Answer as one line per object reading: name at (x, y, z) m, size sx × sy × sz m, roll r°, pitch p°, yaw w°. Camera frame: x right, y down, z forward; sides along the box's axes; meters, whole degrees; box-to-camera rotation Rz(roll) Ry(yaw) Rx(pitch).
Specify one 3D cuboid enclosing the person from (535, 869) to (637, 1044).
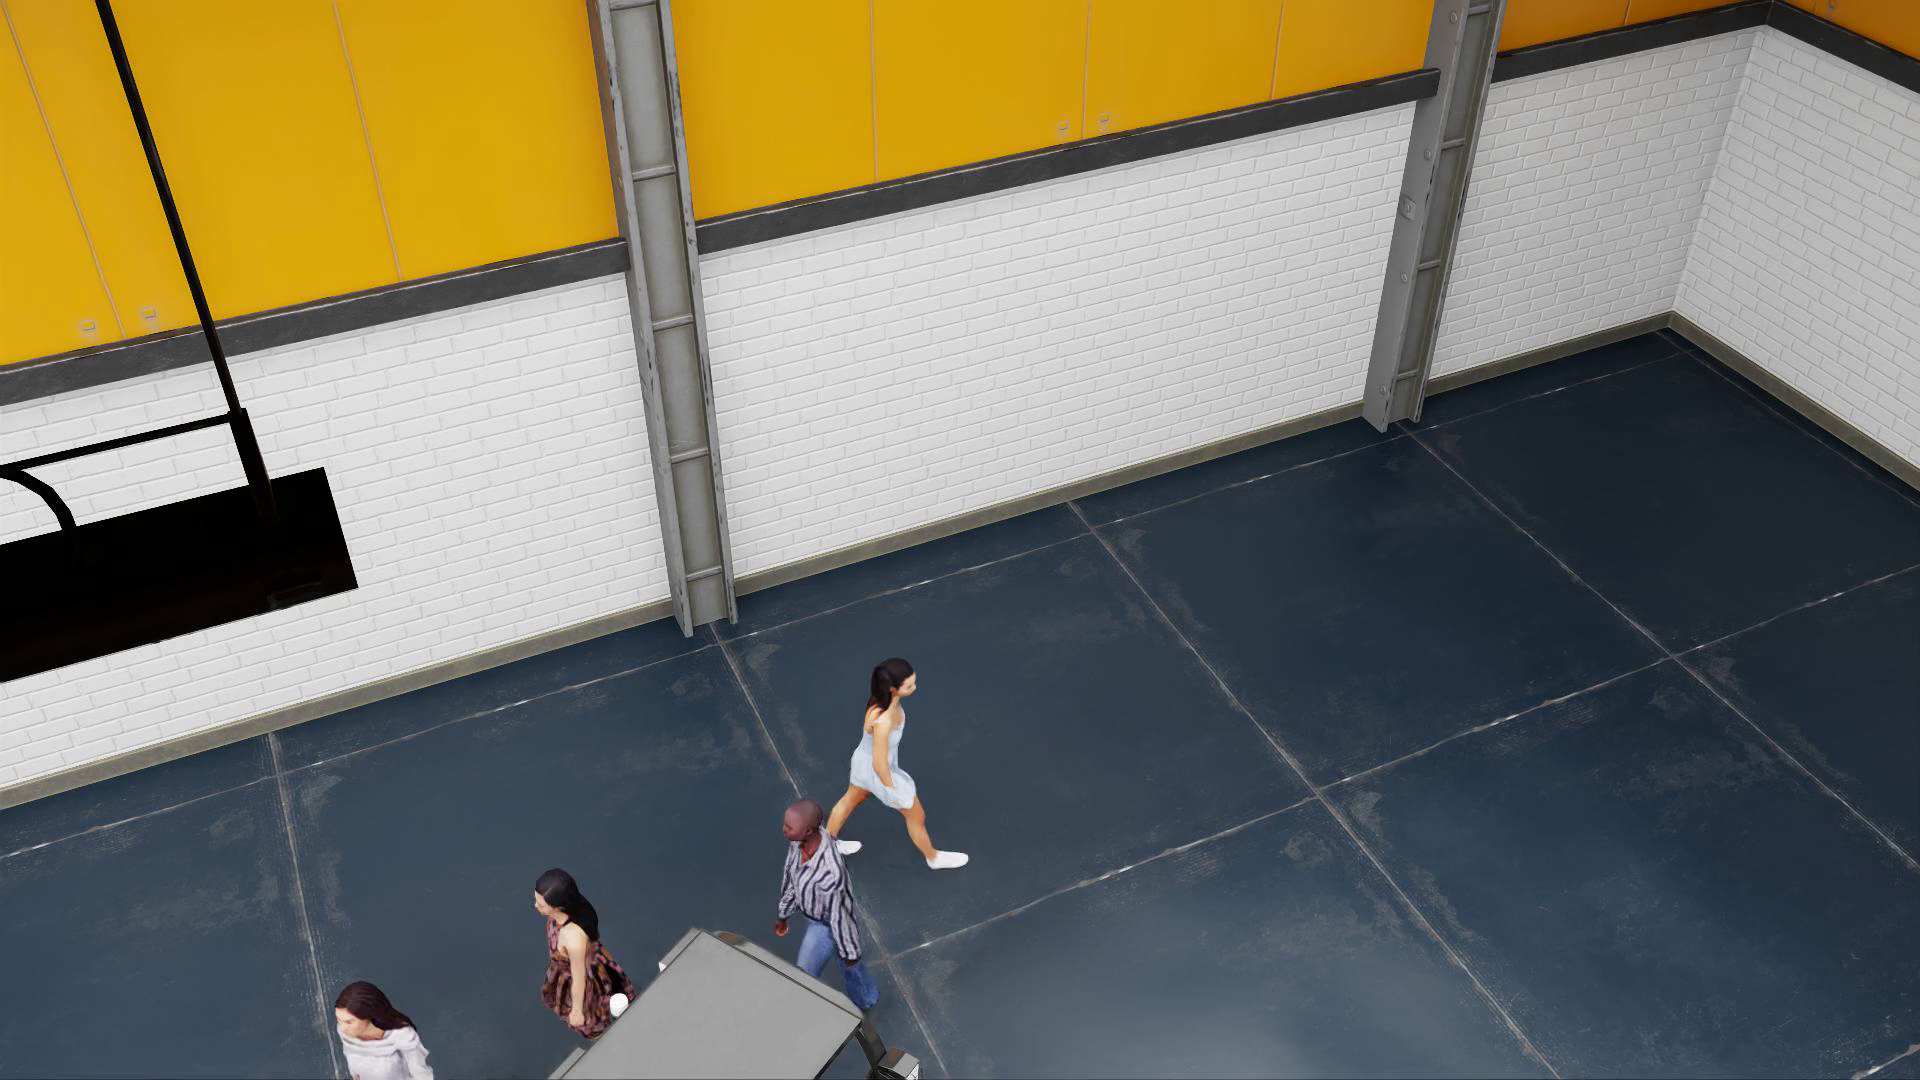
person at (-1.823, 2.231, 8.459) m, size 0.690 × 1.759 × 0.645 m, roll -14°, pitch 41°, yaw -17°

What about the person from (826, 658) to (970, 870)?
person at (-0.546, 1.358, 9.630) m, size 1.202 × 1.662 × 0.899 m, roll -3°, pitch 39°, yaw -4°

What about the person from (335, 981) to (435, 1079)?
person at (-2.681, 2.608, 8.099) m, size 0.786 × 1.618 × 0.845 m, roll 12°, pitch 40°, yaw 15°

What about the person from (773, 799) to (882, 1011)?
person at (-0.625, 1.979, 8.769) m, size 0.916 × 1.766 × 0.646 m, roll -18°, pitch 42°, yaw -21°
